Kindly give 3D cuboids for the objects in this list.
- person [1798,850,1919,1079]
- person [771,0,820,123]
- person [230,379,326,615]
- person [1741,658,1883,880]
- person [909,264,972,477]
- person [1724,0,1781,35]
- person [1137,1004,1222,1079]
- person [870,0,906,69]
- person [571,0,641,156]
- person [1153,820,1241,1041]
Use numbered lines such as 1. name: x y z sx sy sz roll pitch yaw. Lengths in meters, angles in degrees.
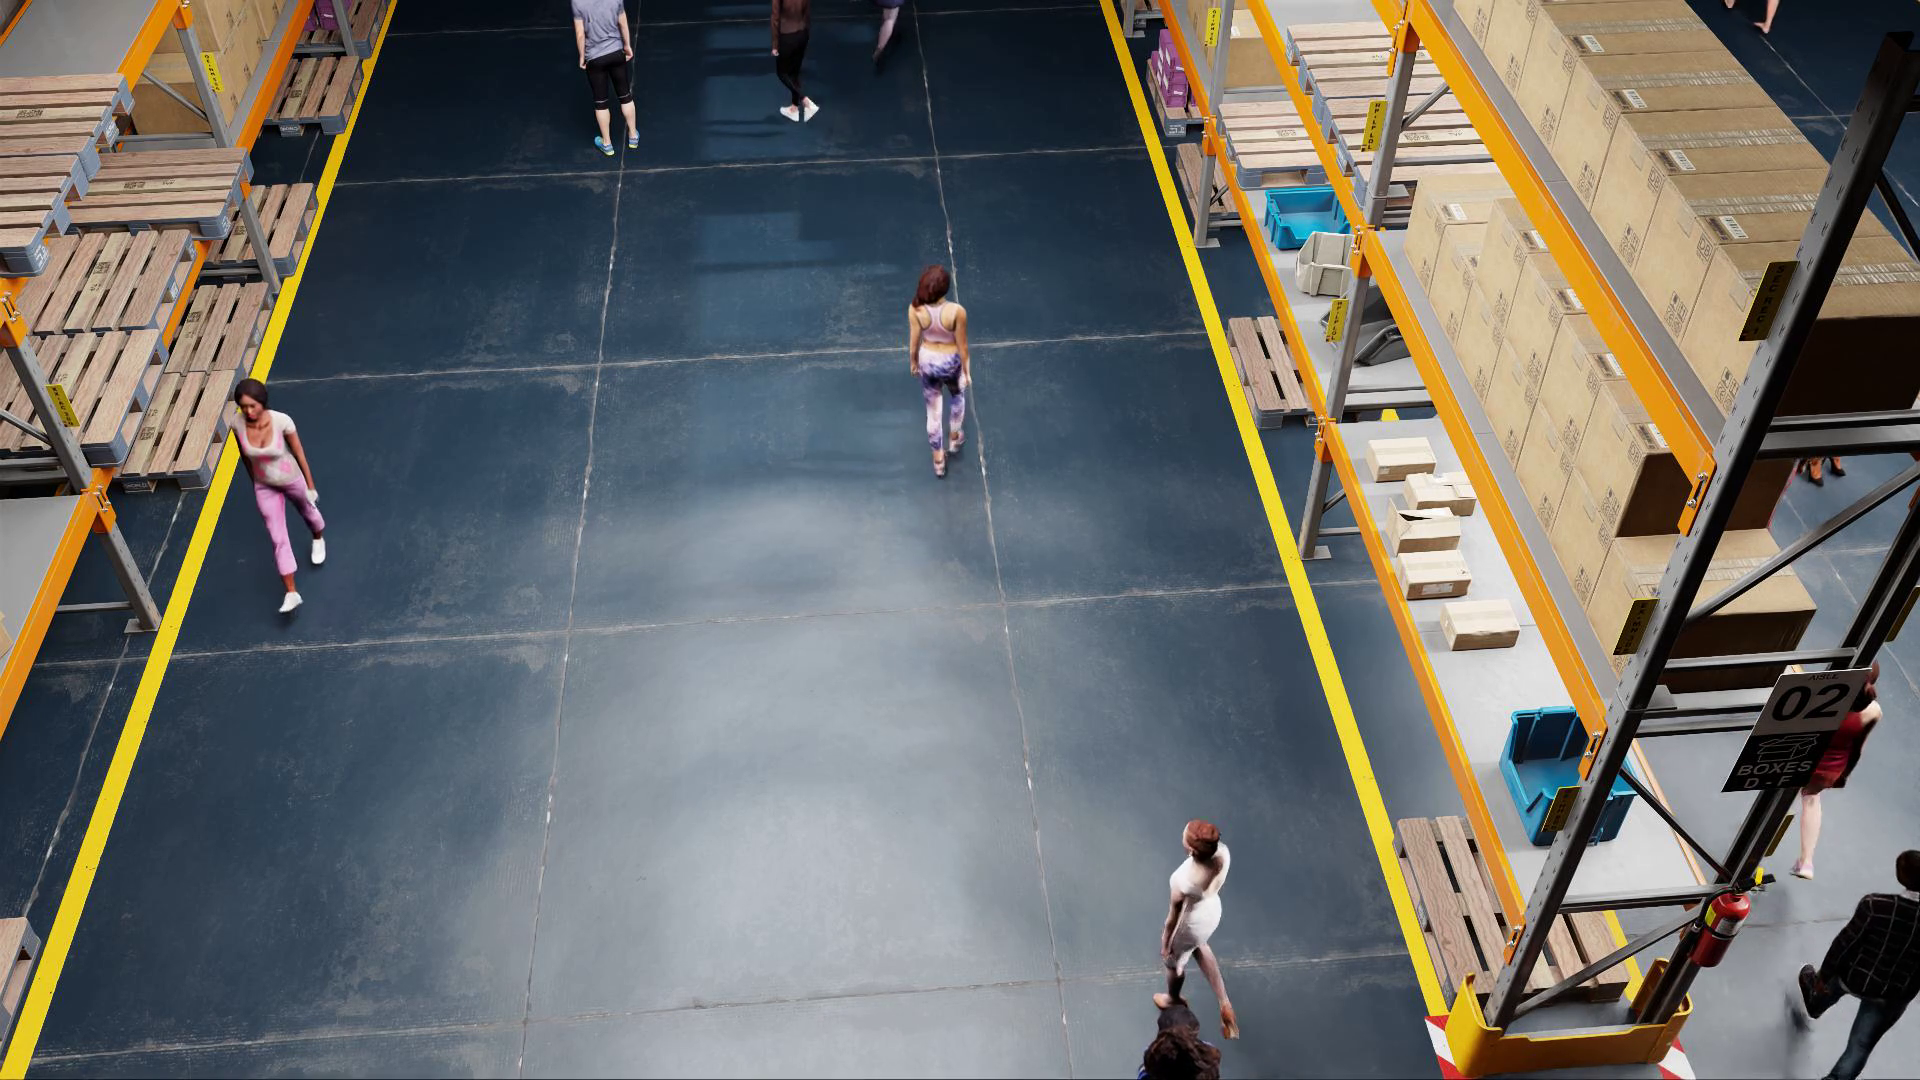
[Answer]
1. person: 4.596 2.308 8.385 1.060 1.774 1.237 20 47 20
2. person: -1.543 -4.732 15.843 0.950 1.681 0.883 32 52 29
3. person: -4.589 -0.434 11.315 0.632 1.704 1.075 -5 44 -5
4. person: 4.858 1.324 9.443 0.641 1.740 0.868 3 44 3
5. person: -0.141 -1.181 12.066 0.687 1.748 0.784 4 44 4
6. person: 8.529 -6.099 17.282 0.643 1.675 1.019 -6 44 -6
7. person: 1.021 2.747 8.037 0.662 1.620 0.640 -16 46 -16
8. person: -0.774 -5.561 16.744 0.960 1.637 1.193 15 46 15
9. person: -3.292 -4.491 15.439 0.741 1.888 0.707 -18 47 -18
10. person: 1.282 2.061 8.639 0.823 1.781 0.909 -33 53 -30
